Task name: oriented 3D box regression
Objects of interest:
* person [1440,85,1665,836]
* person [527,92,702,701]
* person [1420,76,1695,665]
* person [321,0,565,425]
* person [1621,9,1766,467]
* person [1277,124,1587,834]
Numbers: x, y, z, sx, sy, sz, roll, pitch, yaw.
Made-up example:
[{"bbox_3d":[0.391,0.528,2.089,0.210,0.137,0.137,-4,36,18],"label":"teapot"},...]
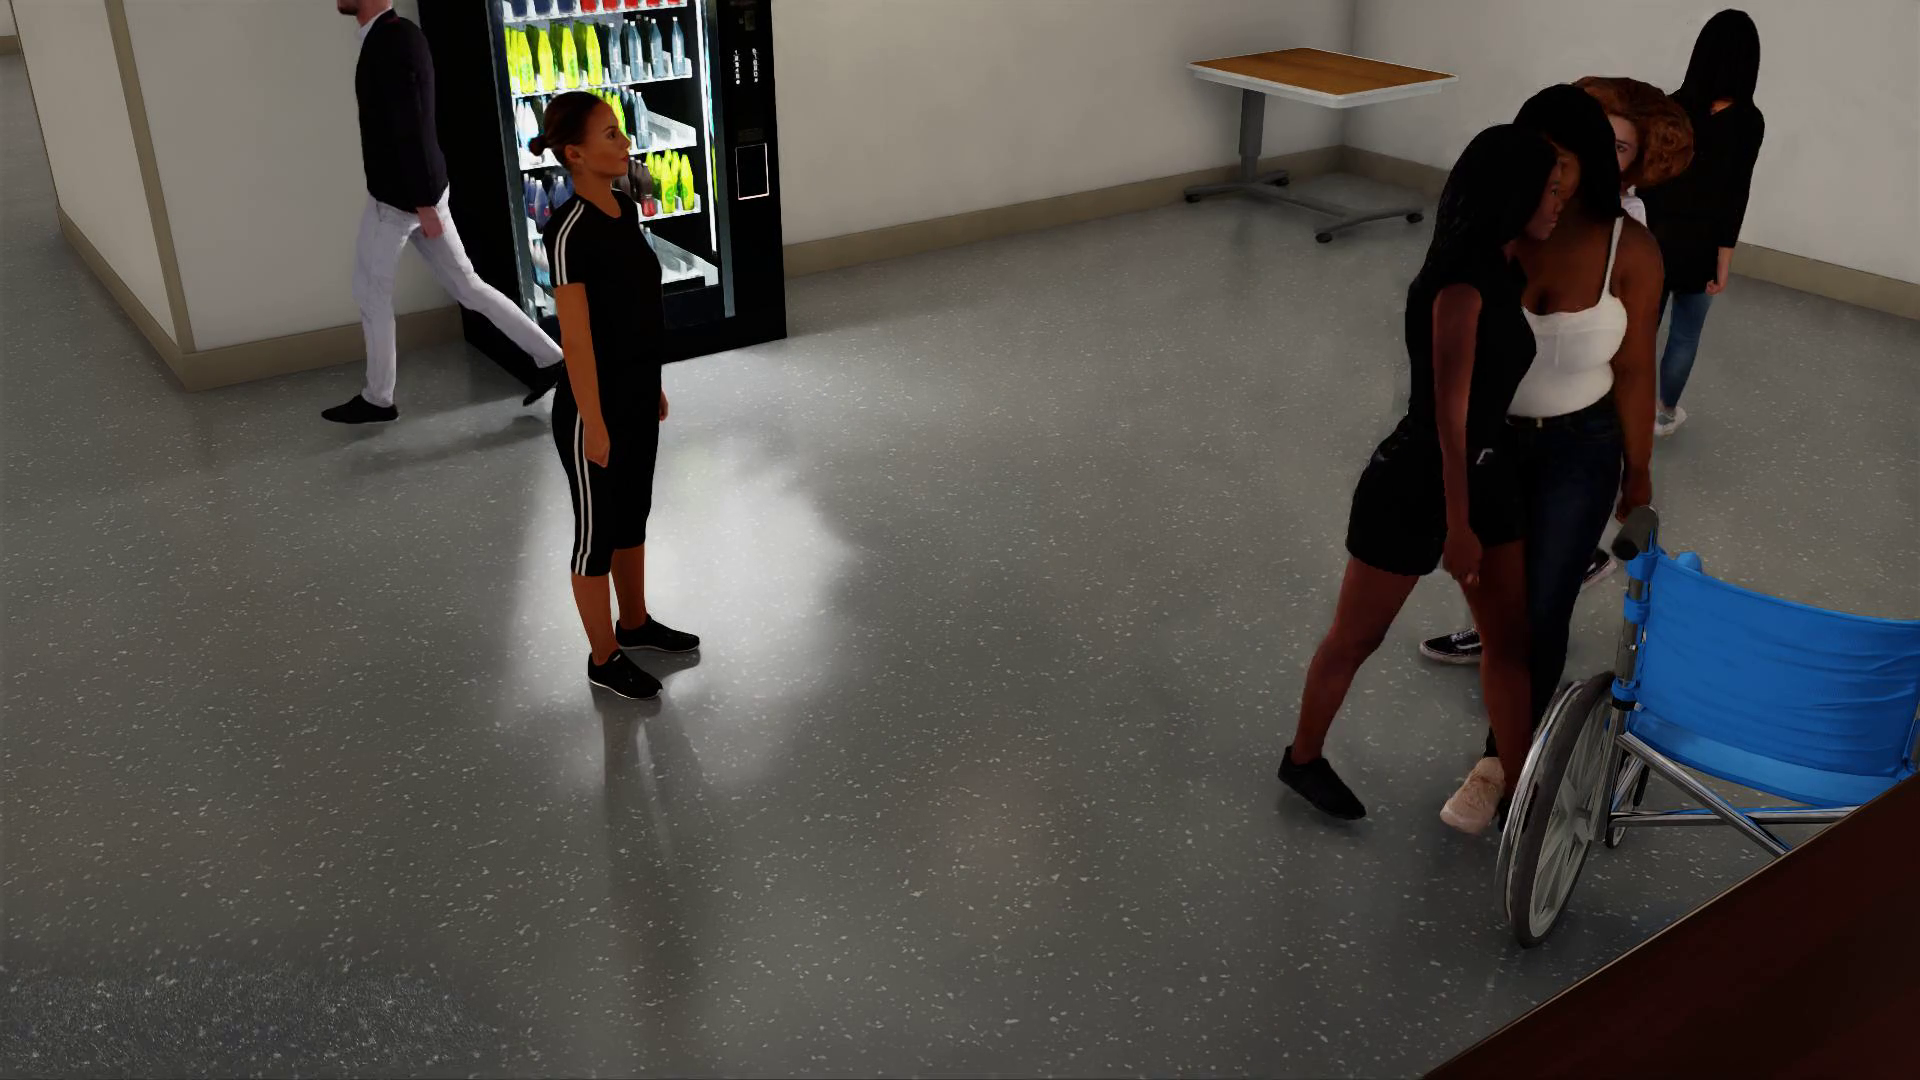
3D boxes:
[{"bbox_3d":[1.433,-0.227,4.131,1.002,1.756,1.307,13,29,25],"label":"person"},{"bbox_3d":[-0.968,-0.389,4.568,0.730,1.667,0.655,7,27,13],"label":"person"},{"bbox_3d":[1.708,-0.425,4.615,0.968,1.691,0.887,4,26,7],"label":"person"},{"bbox_3d":[-1.965,-1.292,6.285,1.310,1.802,1.079,-2,26,-4],"label":"person"},{"bbox_3d":[2.536,-1.011,5.923,0.829,1.612,1.148,17,31,31],"label":"person"},{"bbox_3d":[1.037,-0.089,3.903,0.950,1.705,1.061,21,33,37],"label":"person"}]
